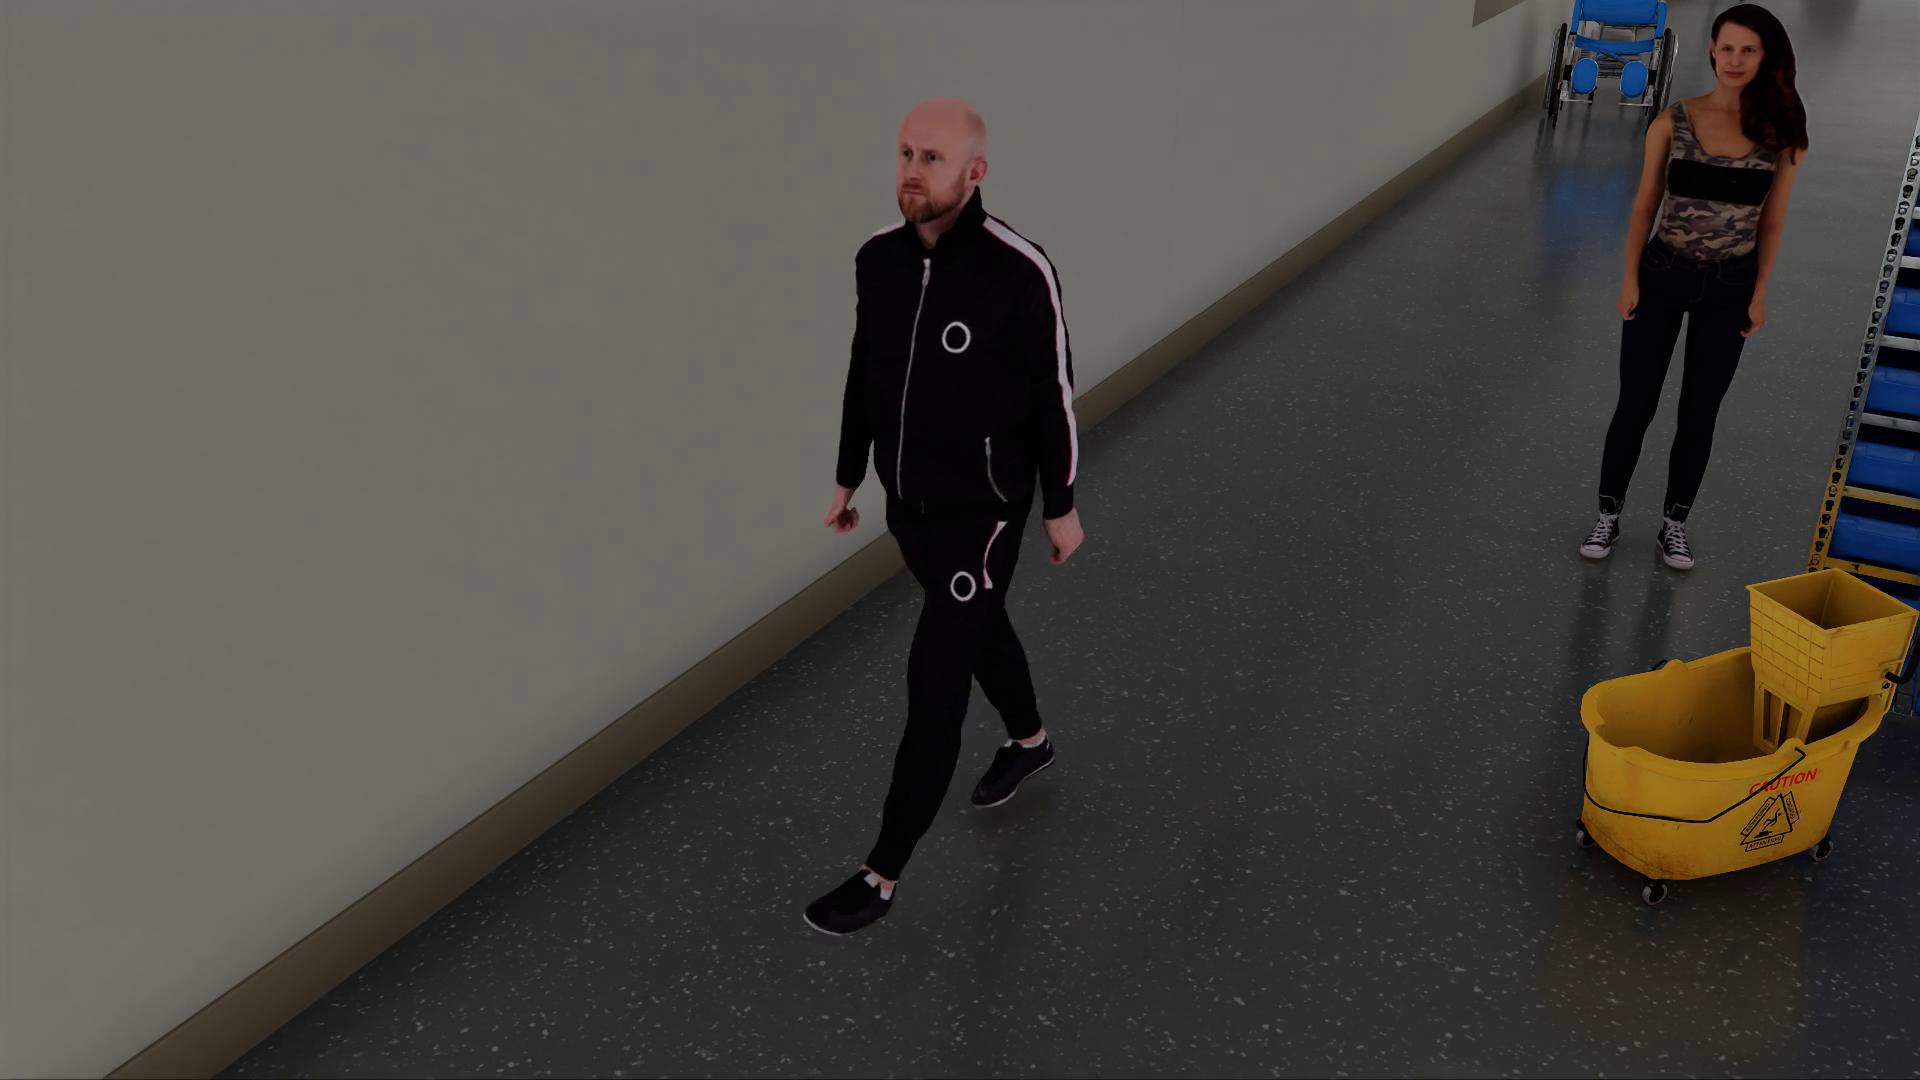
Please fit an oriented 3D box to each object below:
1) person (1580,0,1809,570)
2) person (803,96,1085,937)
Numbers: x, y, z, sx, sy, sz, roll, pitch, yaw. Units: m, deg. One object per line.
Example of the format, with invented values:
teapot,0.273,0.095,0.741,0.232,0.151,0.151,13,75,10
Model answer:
person,2.289,-0.765,5.210,0.528,1.770,0.703,9,27,17
person,0.049,-0.065,3.748,1.214,1.779,0.915,20,32,36
